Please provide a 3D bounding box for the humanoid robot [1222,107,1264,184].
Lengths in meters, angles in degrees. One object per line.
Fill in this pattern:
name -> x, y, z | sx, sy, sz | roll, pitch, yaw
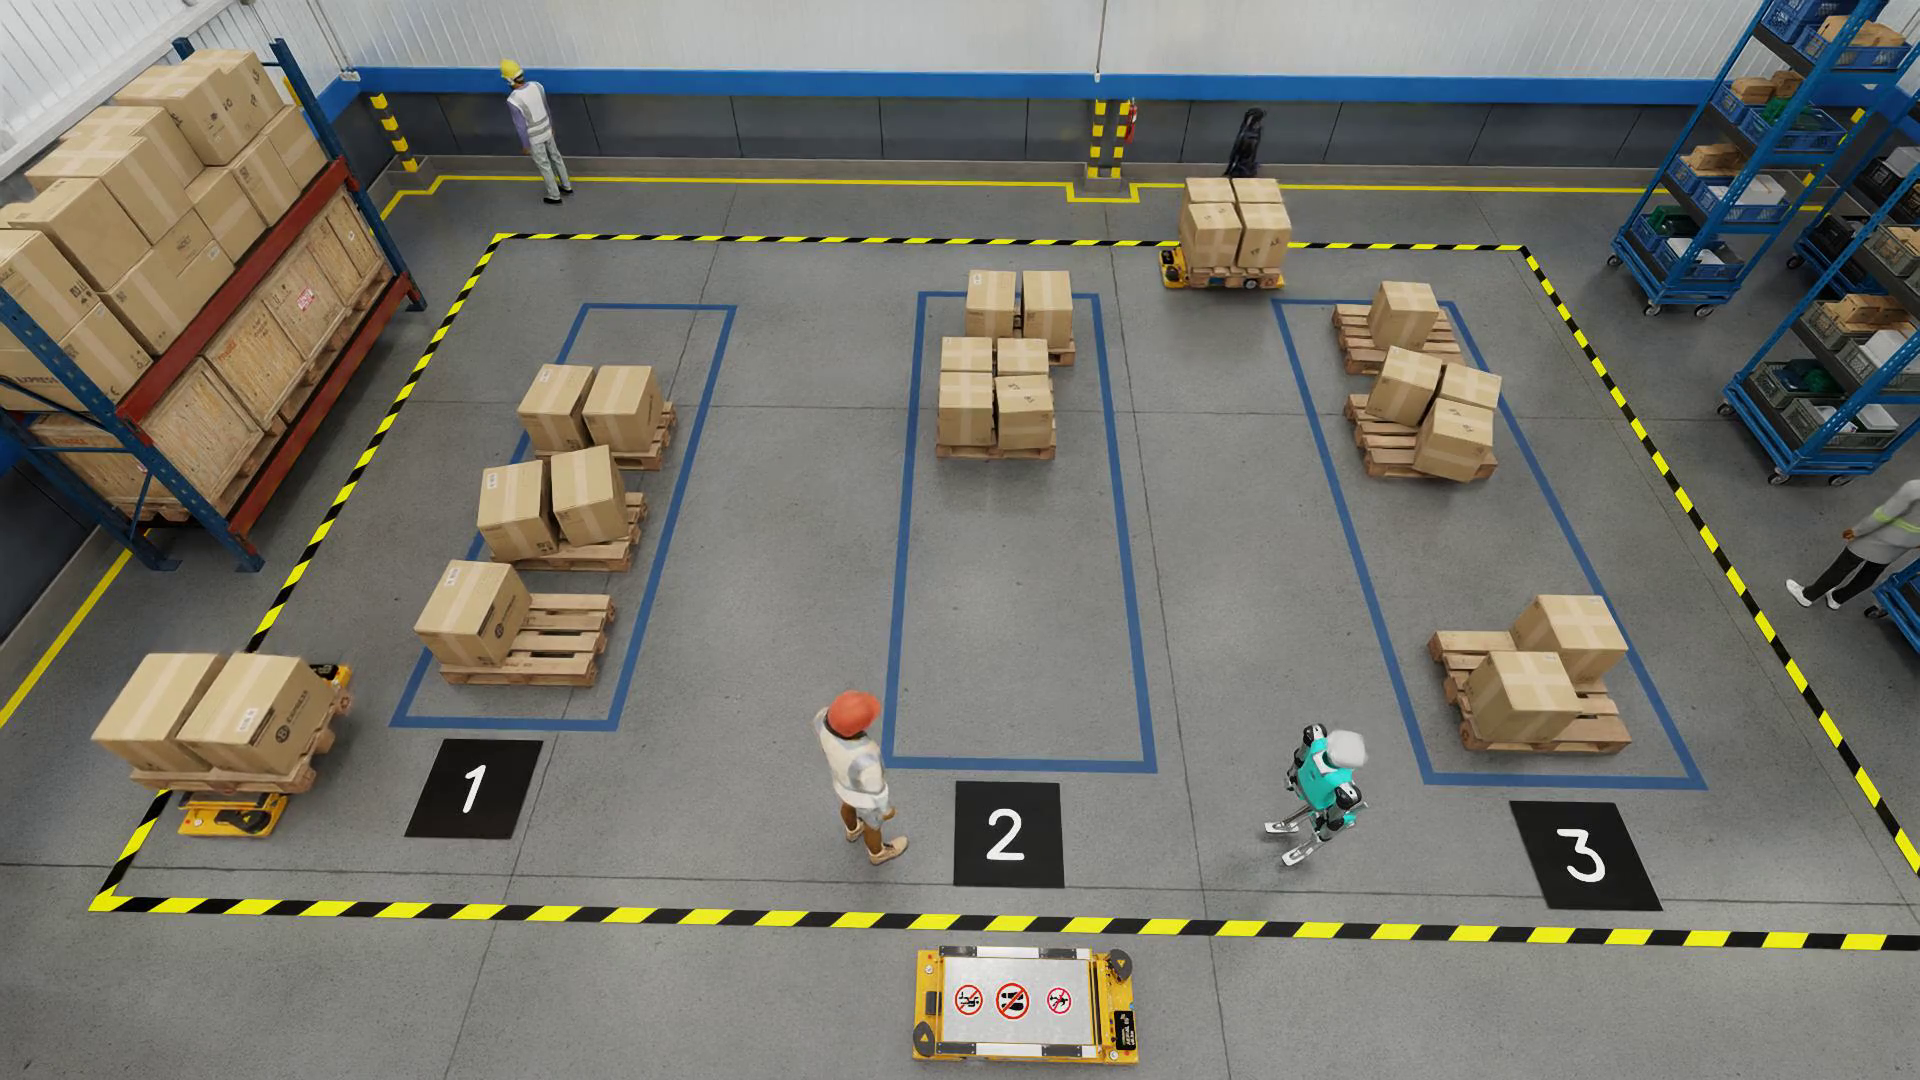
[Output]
humanoid robot -> 3.521, -4.519, 11.260 | 0.516, 1.638, 0.597 | -7, 51, -6

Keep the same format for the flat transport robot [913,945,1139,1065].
flat transport robot -> 0.422, 3.041, 6.007 | 1.431, 0.231, 0.659 | 1, 51, 1

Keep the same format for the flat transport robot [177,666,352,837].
flat transport robot -> -5.434, 1.589, 7.172 | 0.652, 0.197, 1.431 | 1, 51, 1

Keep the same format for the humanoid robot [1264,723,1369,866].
humanoid robot -> 2.500, 1.686, 6.077 | 0.735, 1.677, 0.533 | -11, 52, -9

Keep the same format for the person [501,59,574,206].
person -> -5.413, -5.188, 11.708 | 0.404, 1.829, 0.586 | 17, 53, 13

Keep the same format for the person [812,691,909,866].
person -> -0.646, 1.579, 6.055 | 0.378, 2.045, 0.604 | -35, 59, -25

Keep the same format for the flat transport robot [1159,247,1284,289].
flat transport robot -> 3.197, -3.358, 11.205 | 1.431, 0.197, 0.652 | 1, 51, 1

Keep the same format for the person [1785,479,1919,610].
person -> 7.645, -0.064, 7.516 | 0.588, 1.852, 0.371 | 8, 51, 6
